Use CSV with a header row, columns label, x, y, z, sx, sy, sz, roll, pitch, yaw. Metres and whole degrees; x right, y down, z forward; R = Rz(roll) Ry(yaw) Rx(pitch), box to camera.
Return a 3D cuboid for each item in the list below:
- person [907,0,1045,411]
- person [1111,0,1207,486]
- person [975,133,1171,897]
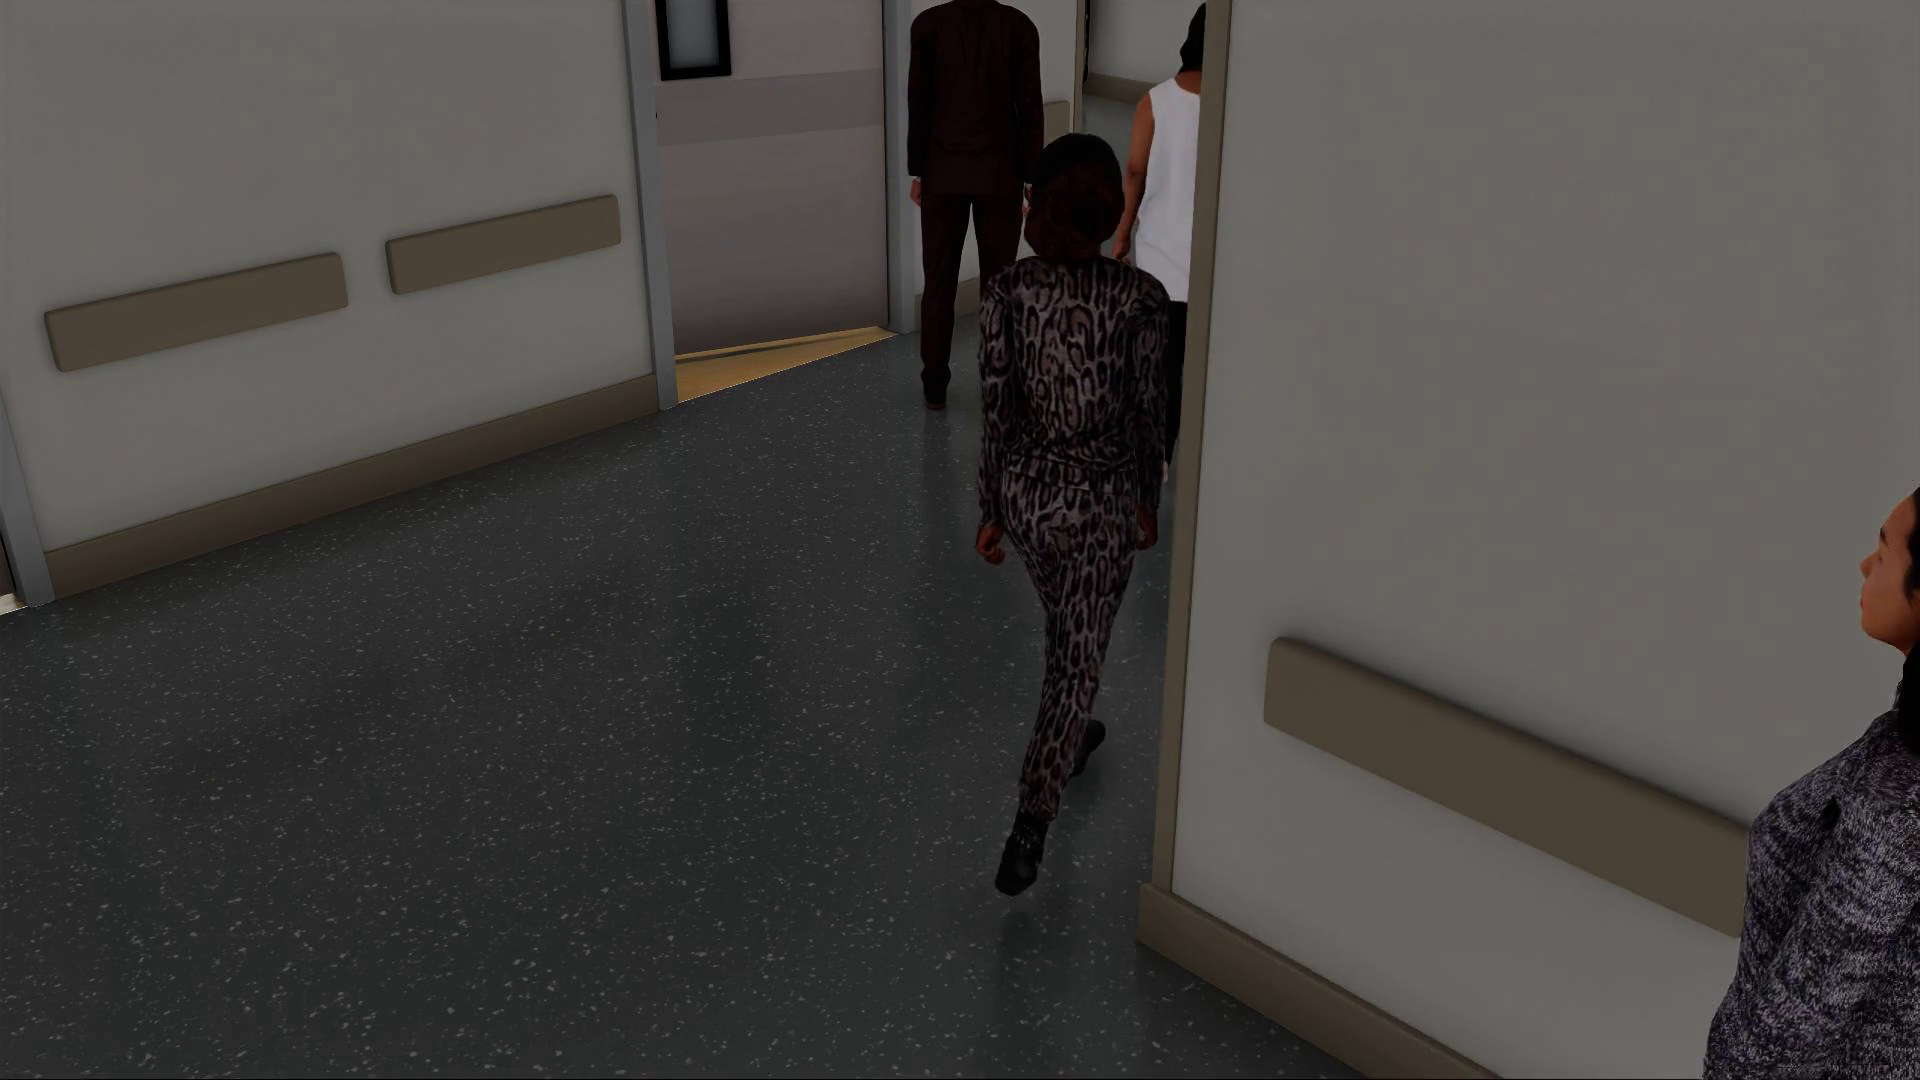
label,x,y,z,sx,sy,sz,roll,pitch,yaw
person,0.049,-1.405,6.395,0.780,1.862,0.818,2,26,5
person,0.831,-0.986,5.748,0.870,1.669,0.892,2,26,3
person,0.225,0.002,3.694,0.895,1.673,1.188,8,27,17
